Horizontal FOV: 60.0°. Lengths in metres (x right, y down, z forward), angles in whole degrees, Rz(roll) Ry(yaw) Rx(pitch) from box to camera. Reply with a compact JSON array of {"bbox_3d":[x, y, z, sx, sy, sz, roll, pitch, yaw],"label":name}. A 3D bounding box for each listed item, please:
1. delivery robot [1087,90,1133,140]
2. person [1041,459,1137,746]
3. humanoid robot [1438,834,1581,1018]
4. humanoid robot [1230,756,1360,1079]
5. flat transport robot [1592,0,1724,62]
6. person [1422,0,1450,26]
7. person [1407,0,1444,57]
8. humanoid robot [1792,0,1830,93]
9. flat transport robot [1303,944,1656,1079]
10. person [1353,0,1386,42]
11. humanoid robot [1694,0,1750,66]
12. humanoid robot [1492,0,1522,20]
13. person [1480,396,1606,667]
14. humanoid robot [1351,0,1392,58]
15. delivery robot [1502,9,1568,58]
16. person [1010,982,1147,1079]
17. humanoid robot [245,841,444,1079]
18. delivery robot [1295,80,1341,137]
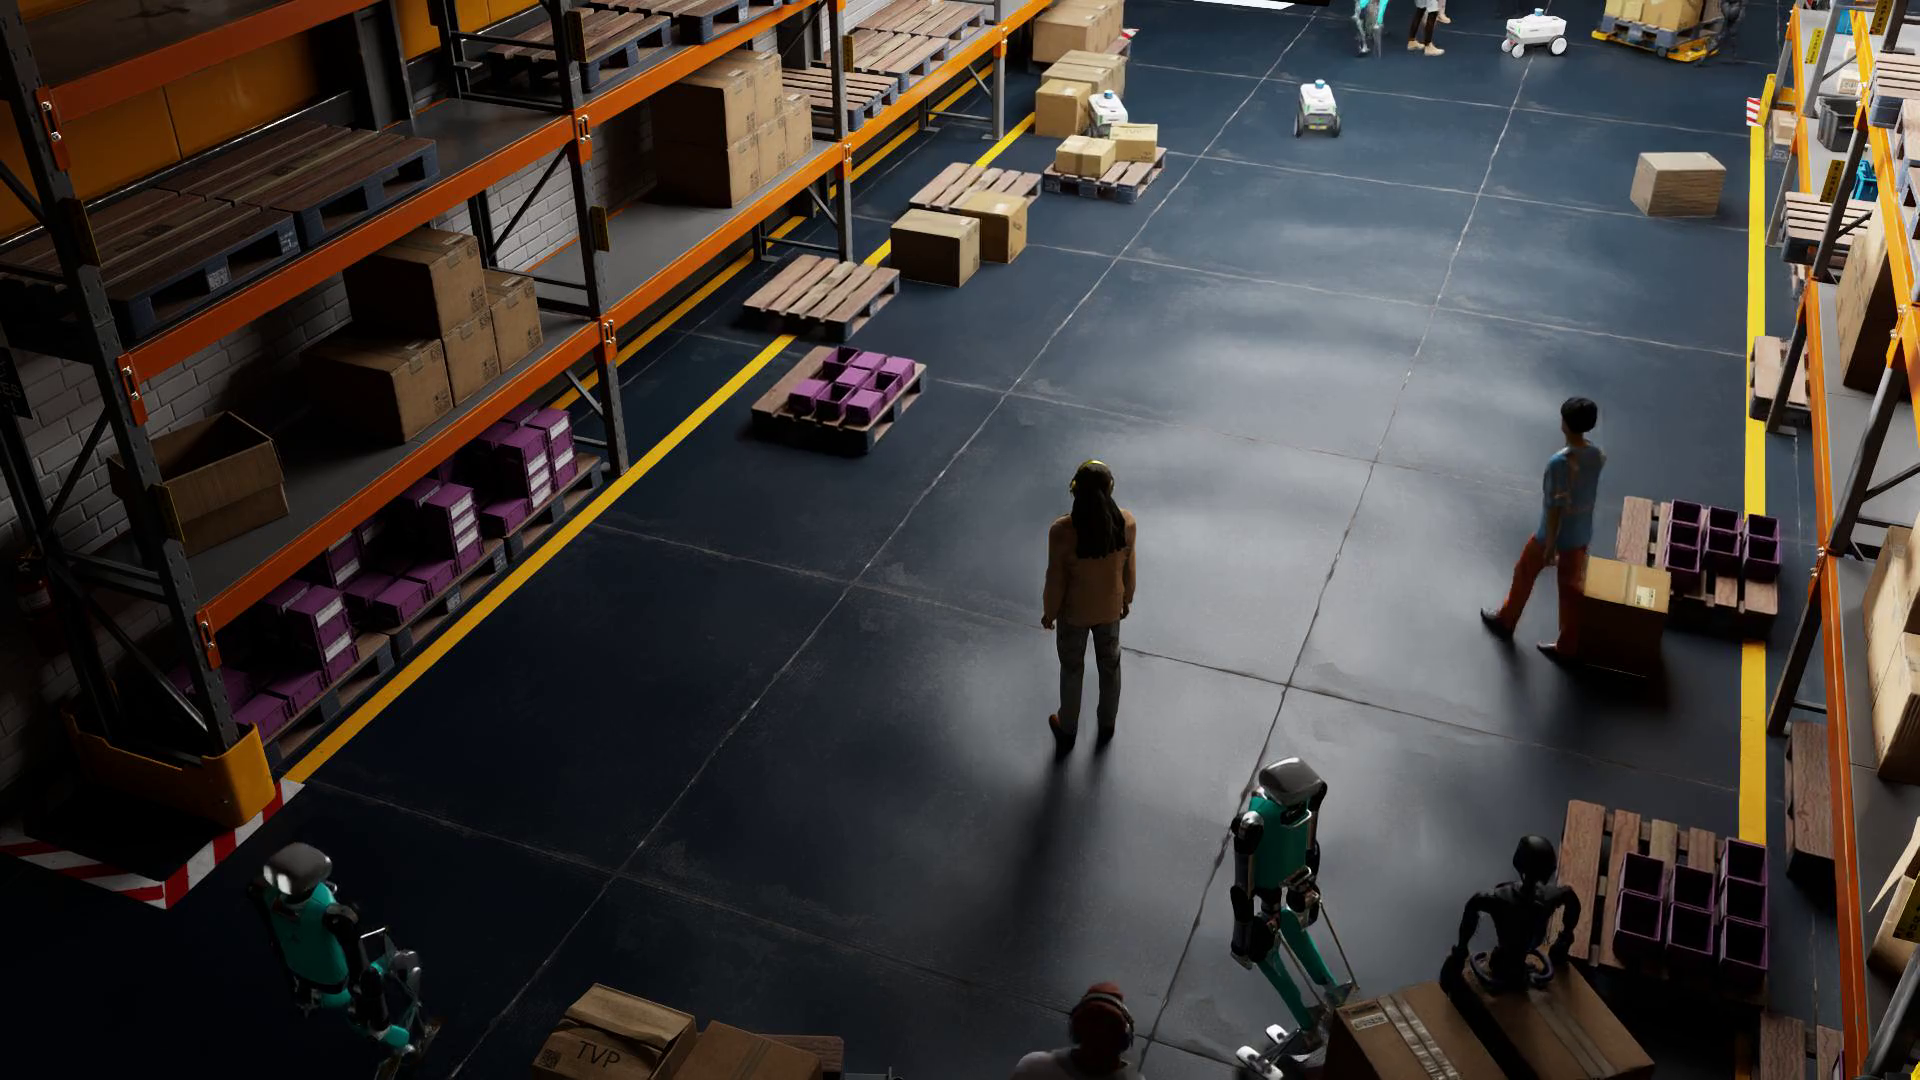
[{"bbox_3d":[1.668,-4.717,18.646,0.520,0.614,0.785,-4,33,-6],"label":"delivery robot"},{"bbox_3d":[0.742,0.381,9.525,0.555,1.877,0.406,-9,34,-13],"label":"person"},{"bbox_3d":[2.356,1.935,7.304,0.608,1.655,0.377,-5,33,-7],"label":"humanoid robot"},{"bbox_3d":[1.536,1.778,7.411,0.530,1.715,0.701,-25,40,-33],"label":"humanoid robot"},{"bbox_3d":[9.078,-6.547,21.724,0.659,0.231,1.431,-23,39,-31],"label":"flat transport robot"},{"bbox_3d":[6.525,-7.830,22.318,0.469,1.778,0.316,-16,36,-24],"label":"person"},{"bbox_3d":[6.033,-7.044,21.189,0.392,1.683,0.535,-1,33,-1],"label":"person"},{"bbox_3d":[10.384,-6.203,19.857,0.719,1.805,0.539,6,33,9],"label":"humanoid robot"},{"bbox_3d":[2.237,2.772,7.301,0.659,0.231,1.431,-10,34,-15],"label":"flat transport robot"},{"bbox_3d":[5.381,-7.432,21.609,0.454,1.877,0.561,-3,33,-4],"label":"person"},{"bbox_3d":[9.652,-6.708,20.706,0.688,1.622,0.599,2,33,4],"label":"humanoid robot"},{"bbox_3d":[7.598,-7.898,22.517,0.612,1.654,0.321,18,37,25],"label":"humanoid robot"},{"bbox_3d":[3.734,-0.081,10.378,0.488,1.719,0.815,-15,36,-22],"label":"person"},{"bbox_3d":[5.234,-6.988,21.076,0.543,1.788,0.809,27,42,35],"label":"humanoid robot"},{"bbox_3d":[7.420,-6.546,21.447,0.774,0.581,0.499,-8,34,-12],"label":"delivery robot"},{"bbox_3d":[0.456,2.485,6.272,0.652,1.866,0.787,15,36,22],"label":"person"},{"bbox_3d":[-2.594,1.893,7.363,0.543,1.767,1.037,13,35,19],"label":"humanoid robot"},{"bbox_3d":[4.070,-4.921,18.950,0.499,0.601,0.798,2,33,3],"label":"delivery robot"}]
